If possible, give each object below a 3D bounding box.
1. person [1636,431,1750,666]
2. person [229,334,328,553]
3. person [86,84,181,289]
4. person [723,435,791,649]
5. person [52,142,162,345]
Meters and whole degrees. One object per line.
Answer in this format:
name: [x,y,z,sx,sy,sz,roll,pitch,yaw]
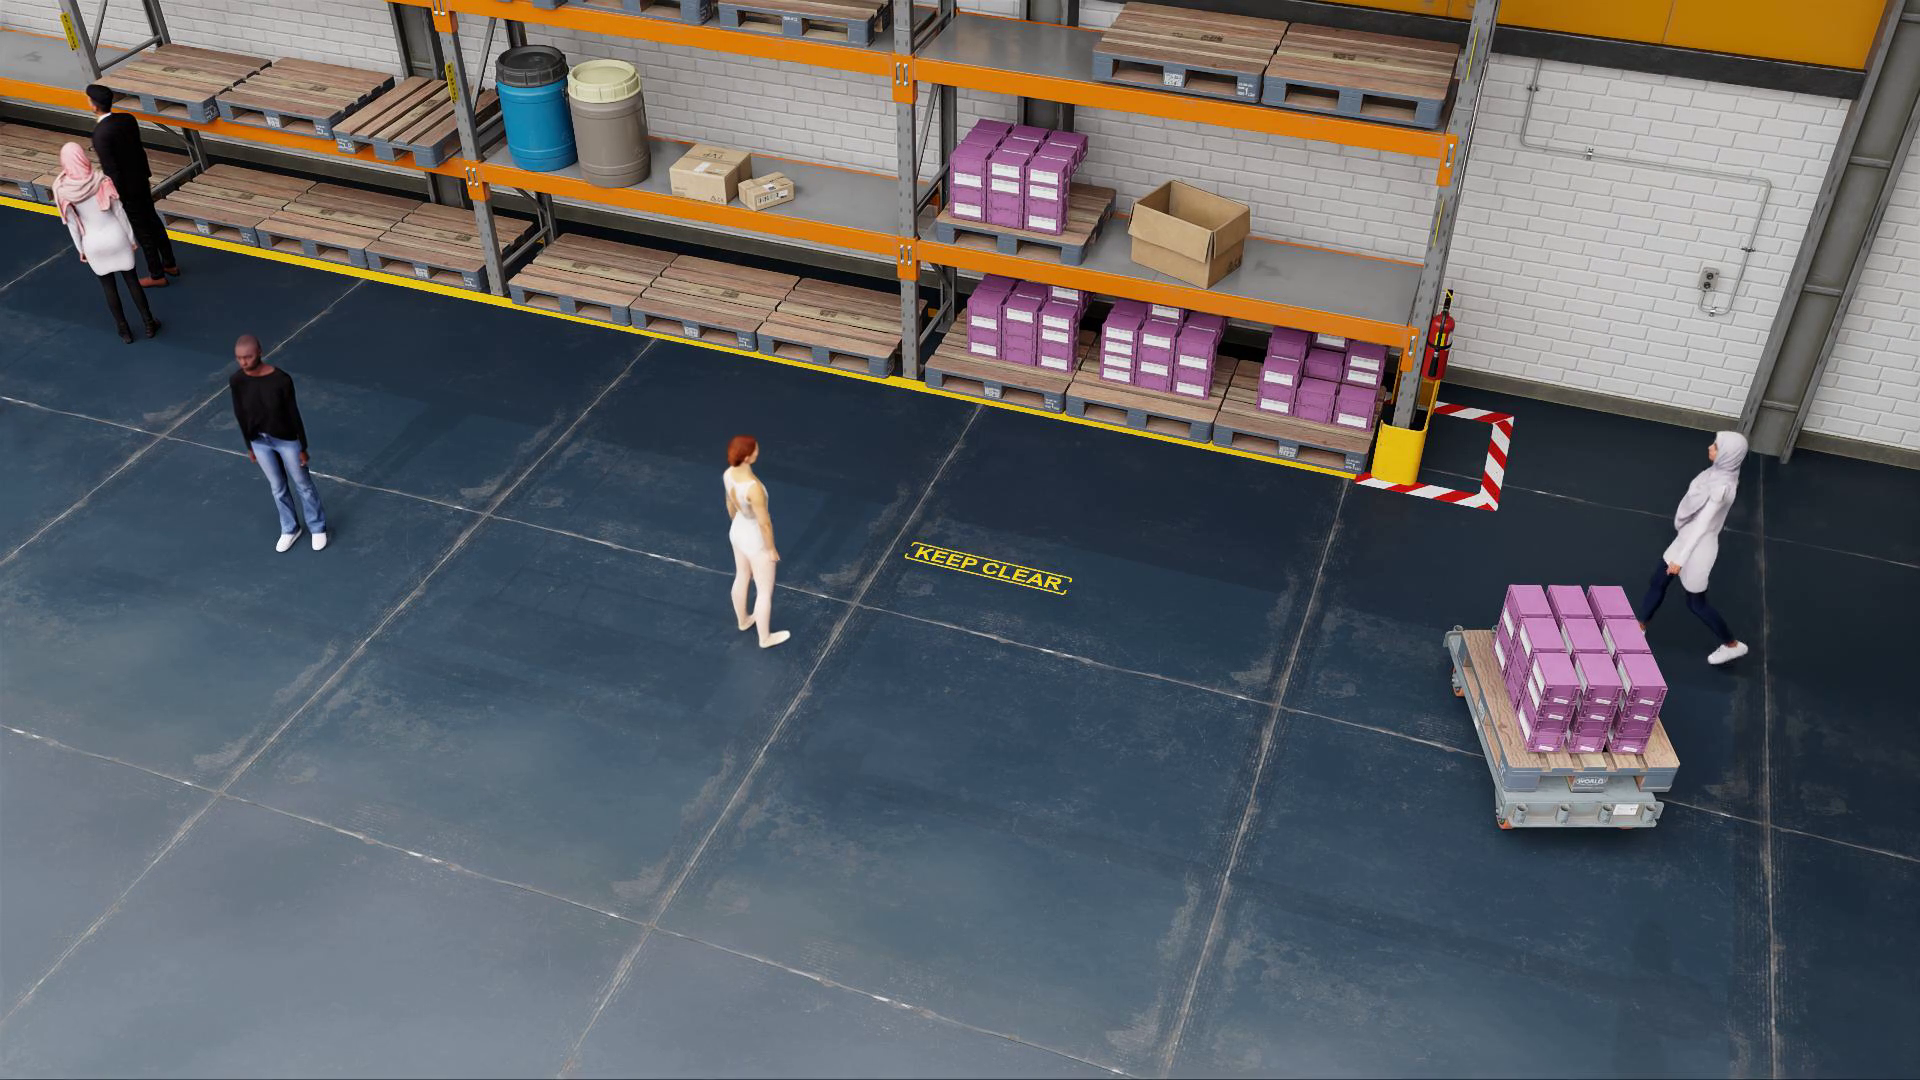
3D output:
person: [4.836,0.100,10.725,1.093,1.747,0.600,13,40,15]
person: [-4.811,-0.698,11.723,0.602,1.750,0.728,-2,39,-3]
person: [-7.305,-3.125,14.654,0.628,1.884,0.739,5,39,7]
person: [-1.380,-0.002,10.936,0.671,1.644,0.547,-29,47,-31]
person: [-7.149,-2.487,13.919,0.742,1.804,0.800,-17,42,-20]
